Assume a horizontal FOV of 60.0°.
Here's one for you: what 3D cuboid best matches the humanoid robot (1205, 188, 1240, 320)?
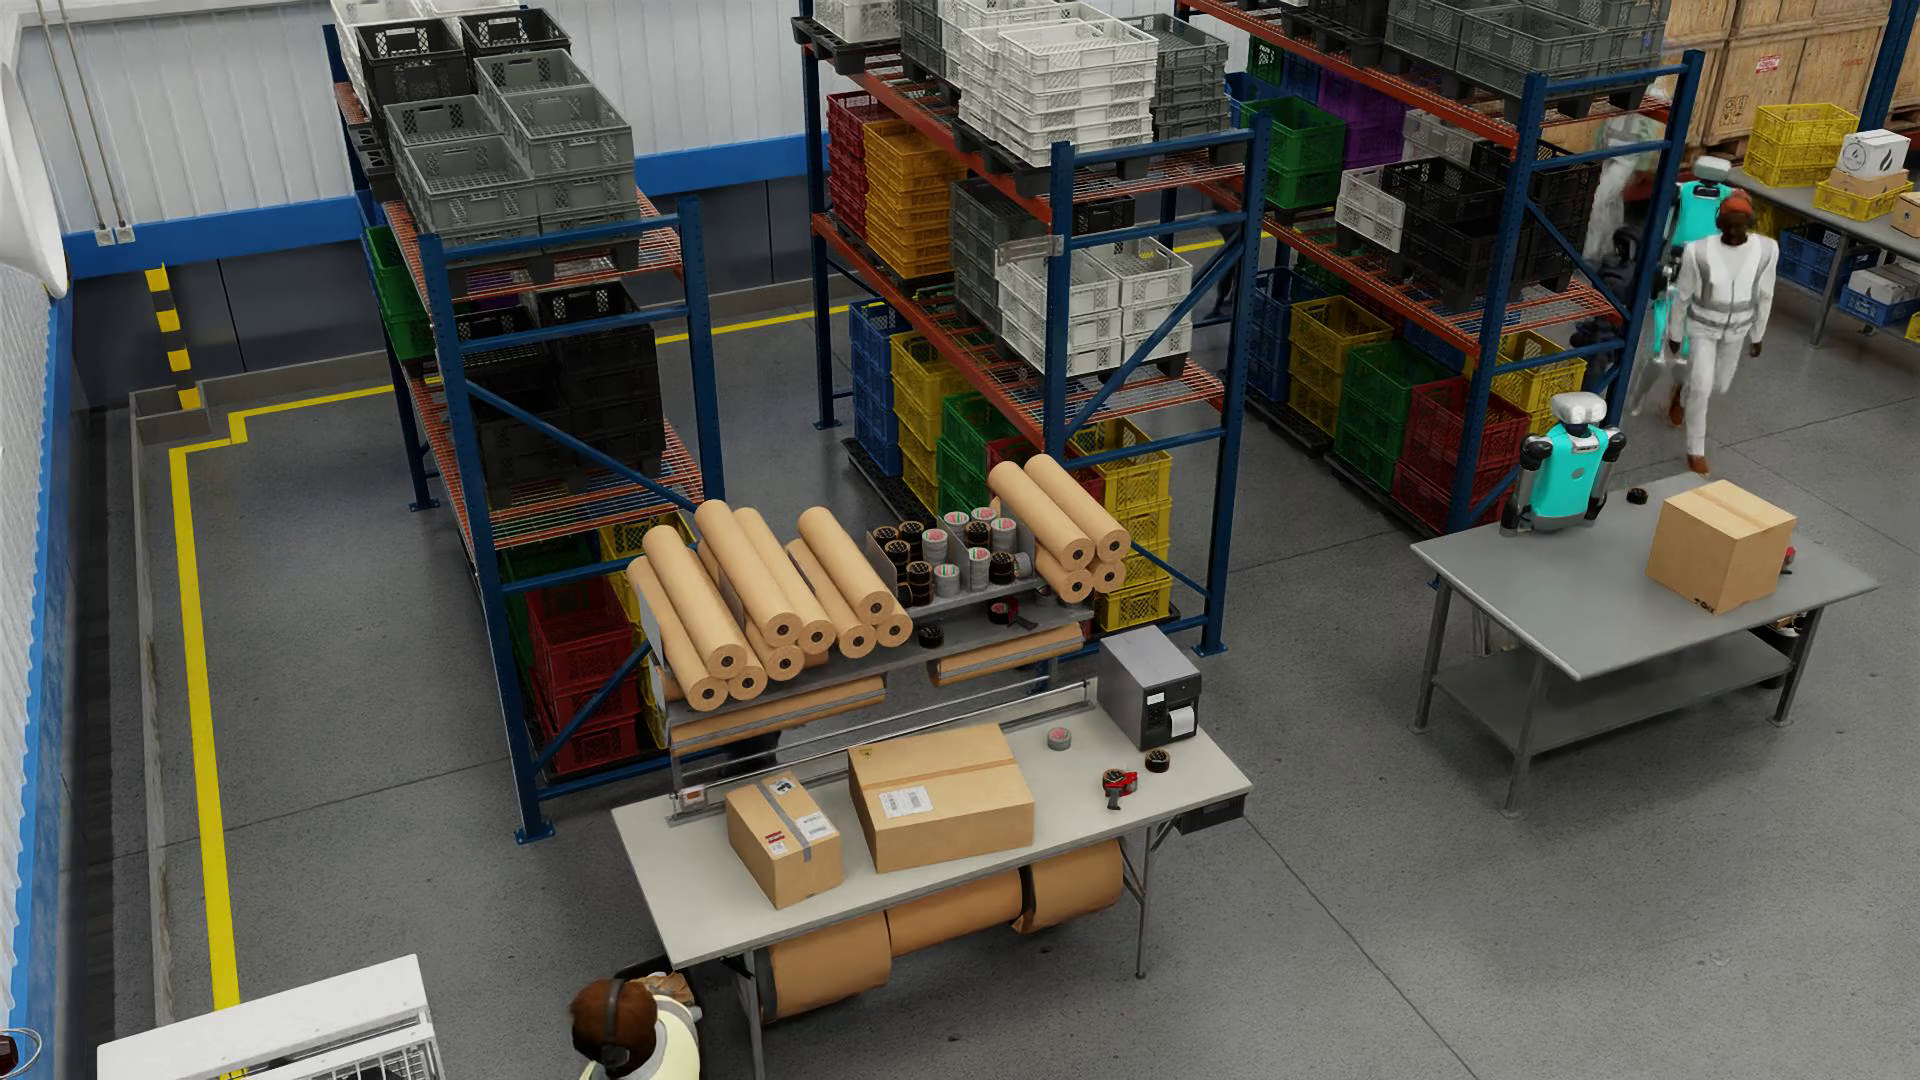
[{"bbox_3d":[2.123,-2.467,12.632,0.477,1.647,0.596,-8,32,-12],"label":"humanoid robot"}]

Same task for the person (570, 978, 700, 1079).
[{"bbox_3d":[-0.990,2.037,5.162,0.429,1.844,0.626,1,32,1],"label":"person"}]

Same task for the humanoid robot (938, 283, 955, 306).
[{"bbox_3d":[-0.094,-2.101,12.035,0.701,1.842,0.561,6,32,10],"label":"humanoid robot"}]

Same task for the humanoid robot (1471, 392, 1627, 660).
[{"bbox_3d":[2.919,-0.090,8.588,0.533,1.677,0.735,-7,32,-11],"label":"humanoid robot"}]

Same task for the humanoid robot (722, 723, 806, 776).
[{"bbox_3d":[-0.800,0.855,7.251,0.651,1.640,0.589,1,32,2],"label":"humanoid robot"}]

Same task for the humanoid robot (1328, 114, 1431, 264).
[{"bbox_3d":[3.103,-2.429,12.505,1.016,1.719,0.539,16,35,24],"label":"humanoid robot"}]

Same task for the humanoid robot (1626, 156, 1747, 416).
[{"bbox_3d":[4.877,-1.612,11.203,0.530,1.793,0.784,9,33,15],"label":"humanoid robot"}]

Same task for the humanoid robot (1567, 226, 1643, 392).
[{"bbox_3d":[4.052,-1.216,10.615,0.361,1.646,0.603,23,39,33],"label":"humanoid robot"}]

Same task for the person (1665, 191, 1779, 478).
[{"bbox_3d":[4.836,-1.382,10.697,0.591,1.861,0.784,2,32,4],"label":"person"}]

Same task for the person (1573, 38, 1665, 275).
[{"bbox_3d":[5.210,-3.084,13.401,0.738,1.920,0.636,-4,32,-7],"label":"person"}]

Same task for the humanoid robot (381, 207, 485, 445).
[{"bbox_3d":[-3.280,-1.393,10.807,0.683,1.769,0.531,-21,38,-31],"label":"humanoid robot"}]

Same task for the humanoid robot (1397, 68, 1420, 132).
[{"bbox_3d":[3.660,-3.255,13.899,0.315,1.657,0.599,1,32,1],"label":"humanoid robot"}]
